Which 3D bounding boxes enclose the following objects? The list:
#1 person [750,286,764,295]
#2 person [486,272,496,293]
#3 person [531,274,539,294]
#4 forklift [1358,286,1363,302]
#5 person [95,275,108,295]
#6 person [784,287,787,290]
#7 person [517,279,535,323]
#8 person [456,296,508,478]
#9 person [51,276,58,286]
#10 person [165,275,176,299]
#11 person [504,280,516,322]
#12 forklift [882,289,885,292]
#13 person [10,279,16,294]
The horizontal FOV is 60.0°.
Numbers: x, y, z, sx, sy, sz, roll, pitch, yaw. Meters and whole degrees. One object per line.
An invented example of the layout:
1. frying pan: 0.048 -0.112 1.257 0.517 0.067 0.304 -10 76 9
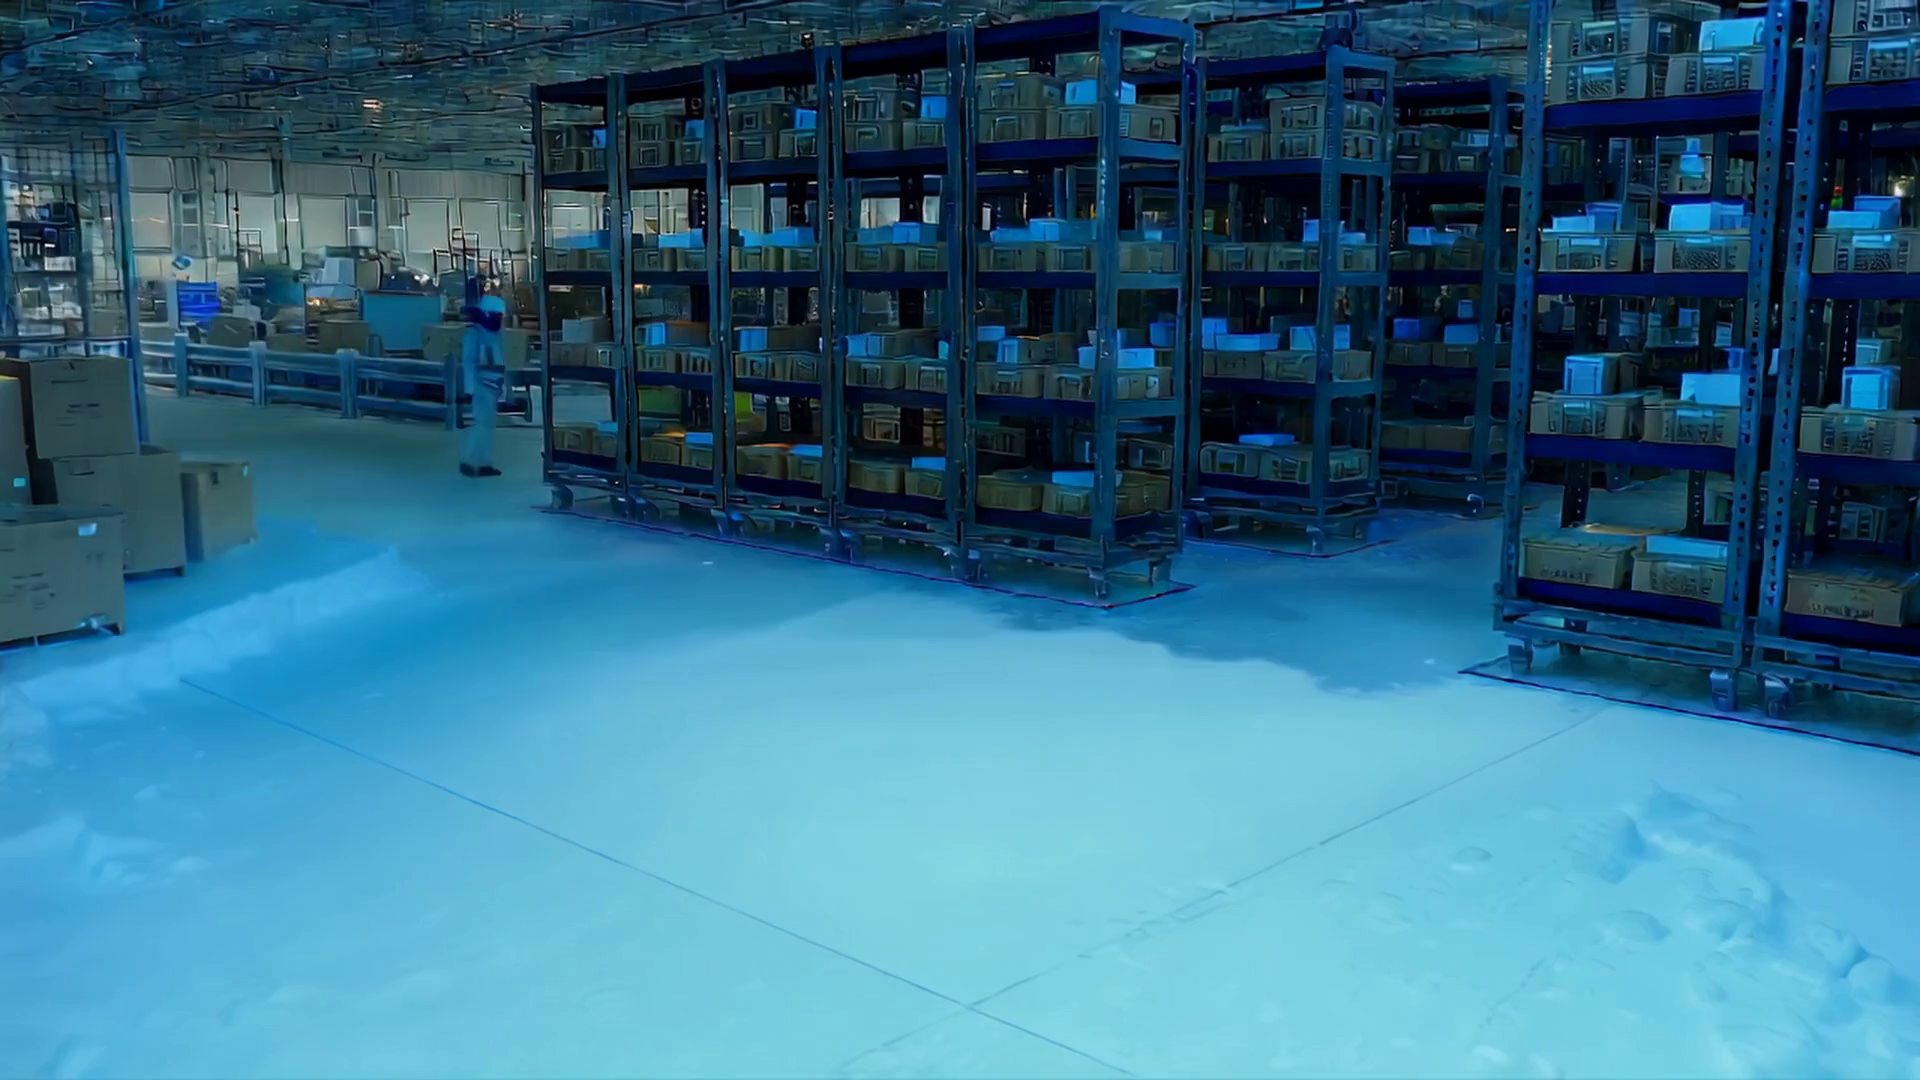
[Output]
1. person: -8.519 -10.267 69.460 0.682 2.000 0.537 -7 12 -38
2. person: -23.962 -12.737 85.046 0.725 1.893 0.582 4 10 25
3. person: -15.830 -8.978 62.095 0.521 1.865 0.319 8 12 40
4. forklift: 11.100 -7.017 46.970 1.873 2.768 1.129 9 13 43
5. person: -28.606 -7.895 55.462 0.549 1.875 1.043 5 11 30
6. person: -6.489 -8.999 61.912 0.849 1.972 0.618 -1 9 -3
7. person: -15.015 -8.171 57.546 0.550 1.725 0.590 4 10 25
8. person: -4.718 -1.508 16.513 0.470 1.800 0.635 1 9 6
9. person: -40.086 -10.892 73.904 0.627 1.843 0.429 -9 13 -43
10. person: -30.513 -9.358 64.399 1.018 1.886 0.566 5 11 29
11. person: -15.706 -8.241 58.125 0.538 1.693 0.321 7 12 38
12. forklift: -2.971 -11.223 72.755 1.873 2.768 1.129 9 13 43
13. person: -41.355 -10.714 72.483 0.389 1.949 0.603 -7 12 -36
